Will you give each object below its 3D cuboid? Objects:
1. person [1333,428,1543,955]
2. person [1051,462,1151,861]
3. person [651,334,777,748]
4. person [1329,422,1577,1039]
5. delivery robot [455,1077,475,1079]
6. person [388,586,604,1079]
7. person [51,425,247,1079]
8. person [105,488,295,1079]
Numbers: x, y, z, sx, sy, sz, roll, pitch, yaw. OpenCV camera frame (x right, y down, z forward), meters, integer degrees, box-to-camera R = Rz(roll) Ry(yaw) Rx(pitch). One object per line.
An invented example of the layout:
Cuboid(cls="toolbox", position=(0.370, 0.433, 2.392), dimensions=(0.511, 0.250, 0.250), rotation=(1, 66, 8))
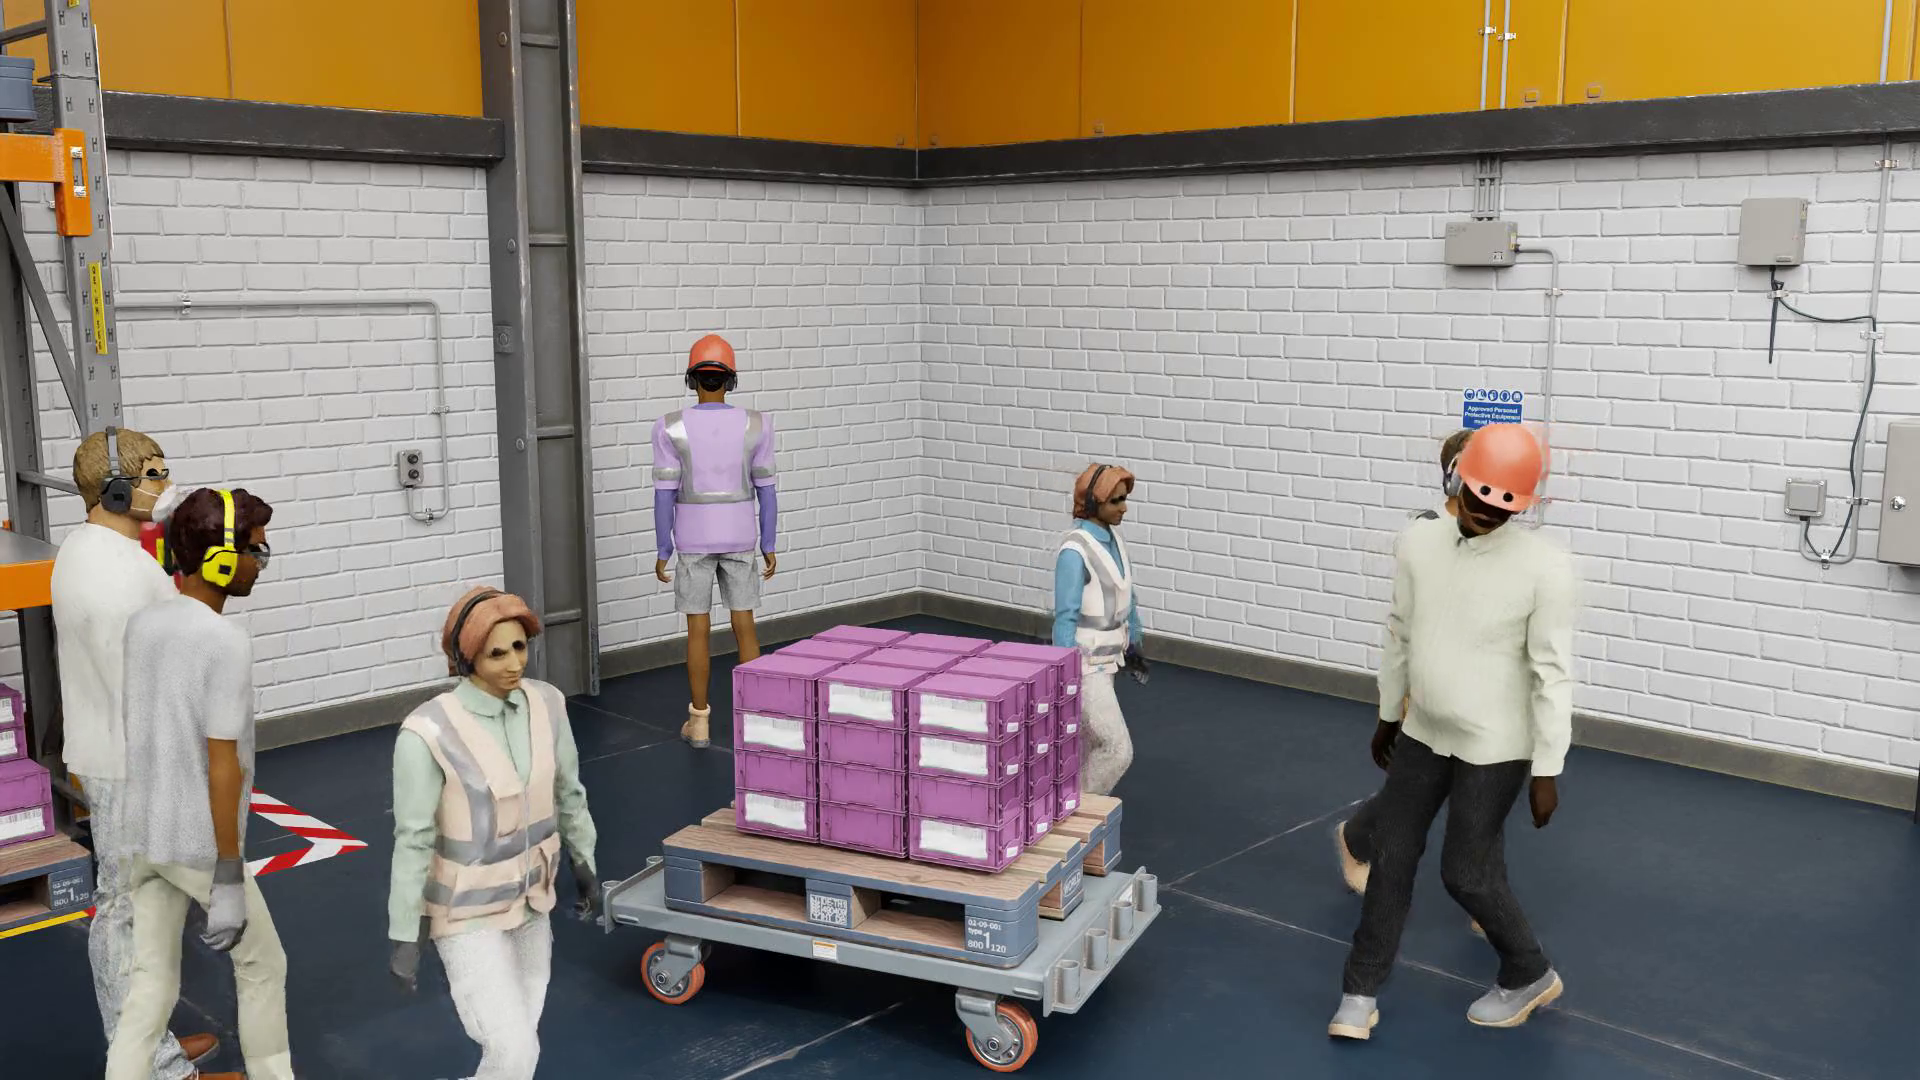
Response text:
Cuboid(cls="person", position=(1.725, 0.502, 5.910), dimensions=(0.530, 1.831, 0.752), rotation=(-5, 11, -29))
Cuboid(cls="person", position=(0.540, 0.503, 6.512), dimensions=(0.379, 1.625, 0.531), rotation=(3, 10, 19))
Cuboid(cls="person", position=(-1.219, 0.006, 8.272), dimensions=(0.614, 2.040, 0.391), rotation=(-3, 10, -17))
Cuboid(cls="person", position=(1.538, 0.592, 5.026), dimensions=(0.753, 1.942, 0.680), rotation=(-6, 11, -32))
Cuboid(cls="delivery robot", position=(-1.160, 1.450, 3.676), dimensions=(0.477, 0.478, 0.707), rotation=(-4, 10, -21))
Cuboid(cls="person", position=(-1.115, 0.899, 4.047), dimensions=(0.414, 1.617, 0.620), rotation=(5, 10, 28))
Cuboid(cls="person", position=(-2.304, 0.645, 4.673), dimensions=(0.372, 1.940, 0.632), rotation=(-7, 11, -35))
Cuboid(cls="person", position=(-1.900, 0.771, 4.241), dimensions=(0.556, 1.816, 0.807), rotation=(5, 11, 28))
